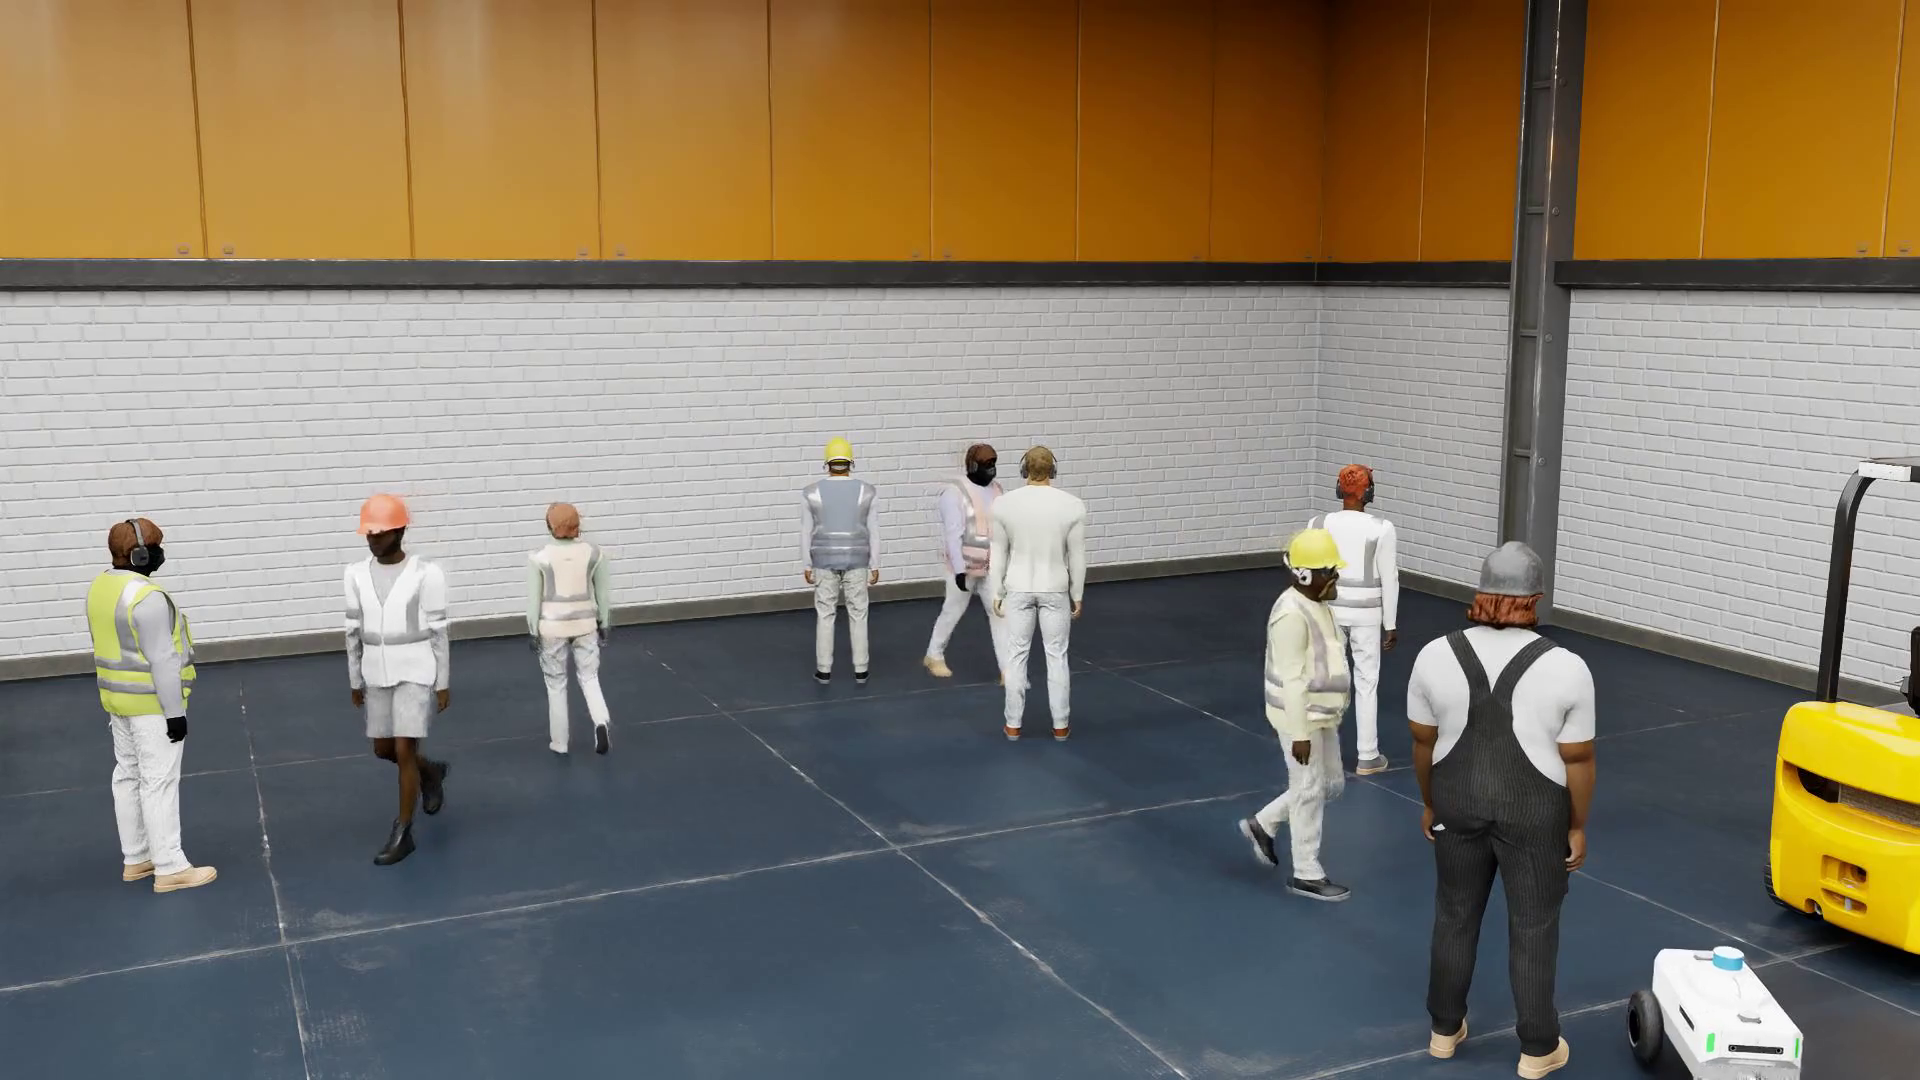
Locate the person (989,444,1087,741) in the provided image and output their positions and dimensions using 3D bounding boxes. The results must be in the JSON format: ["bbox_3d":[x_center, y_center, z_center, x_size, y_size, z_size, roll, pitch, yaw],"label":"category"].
[{"bbox_3d":[0.505,0.345,10.781,0.630,1.931,0.368,1,9,4],"label":"person"}]

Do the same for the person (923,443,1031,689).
[{"bbox_3d":[0.091,0.177,12.249,0.625,1.800,0.961,-7,12,-38],"label":"person"}]

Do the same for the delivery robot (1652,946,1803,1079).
[{"bbox_3d":[2.801,1.737,6.097,0.477,0.478,0.707,1,9,8],"label":"delivery robot"}]

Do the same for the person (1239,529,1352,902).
[{"bbox_3d":[1.653,0.839,8.071,0.512,1.818,0.595,5,10,28],"label":"person"}]

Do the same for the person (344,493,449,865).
[{"bbox_3d":[-2.924,0.681,8.765,0.549,1.915,0.770,1,9,9],"label":"person"}]

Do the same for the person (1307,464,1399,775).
[{"bbox_3d":[2.372,0.480,10.080,0.573,1.883,0.355,6,11,31],"label":"person"}]

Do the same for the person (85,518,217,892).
[{"bbox_3d":[-3.993,0.805,8.191,0.627,1.844,0.429,7,11,36],"label":"person"}]

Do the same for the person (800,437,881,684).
[{"bbox_3d":[-0.879,0.152,12.291,0.595,1.825,0.403,-1,9,-4],"label":"person"}]

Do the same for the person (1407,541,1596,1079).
[{"bbox_3d":[2.073,1.004,6.339,0.684,2.000,0.538,6,11,32],"label":"person"}]

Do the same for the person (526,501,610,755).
[{"bbox_3d":[-2.416,0.573,10.320,0.521,1.625,0.553,-5,10,-29],"label":"person"}]

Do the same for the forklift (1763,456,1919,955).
[{"bbox_3d":[4.857,0.731,7.561,2.313,2.155,1.214,-4,10,-25],"label":"forklift"}]
